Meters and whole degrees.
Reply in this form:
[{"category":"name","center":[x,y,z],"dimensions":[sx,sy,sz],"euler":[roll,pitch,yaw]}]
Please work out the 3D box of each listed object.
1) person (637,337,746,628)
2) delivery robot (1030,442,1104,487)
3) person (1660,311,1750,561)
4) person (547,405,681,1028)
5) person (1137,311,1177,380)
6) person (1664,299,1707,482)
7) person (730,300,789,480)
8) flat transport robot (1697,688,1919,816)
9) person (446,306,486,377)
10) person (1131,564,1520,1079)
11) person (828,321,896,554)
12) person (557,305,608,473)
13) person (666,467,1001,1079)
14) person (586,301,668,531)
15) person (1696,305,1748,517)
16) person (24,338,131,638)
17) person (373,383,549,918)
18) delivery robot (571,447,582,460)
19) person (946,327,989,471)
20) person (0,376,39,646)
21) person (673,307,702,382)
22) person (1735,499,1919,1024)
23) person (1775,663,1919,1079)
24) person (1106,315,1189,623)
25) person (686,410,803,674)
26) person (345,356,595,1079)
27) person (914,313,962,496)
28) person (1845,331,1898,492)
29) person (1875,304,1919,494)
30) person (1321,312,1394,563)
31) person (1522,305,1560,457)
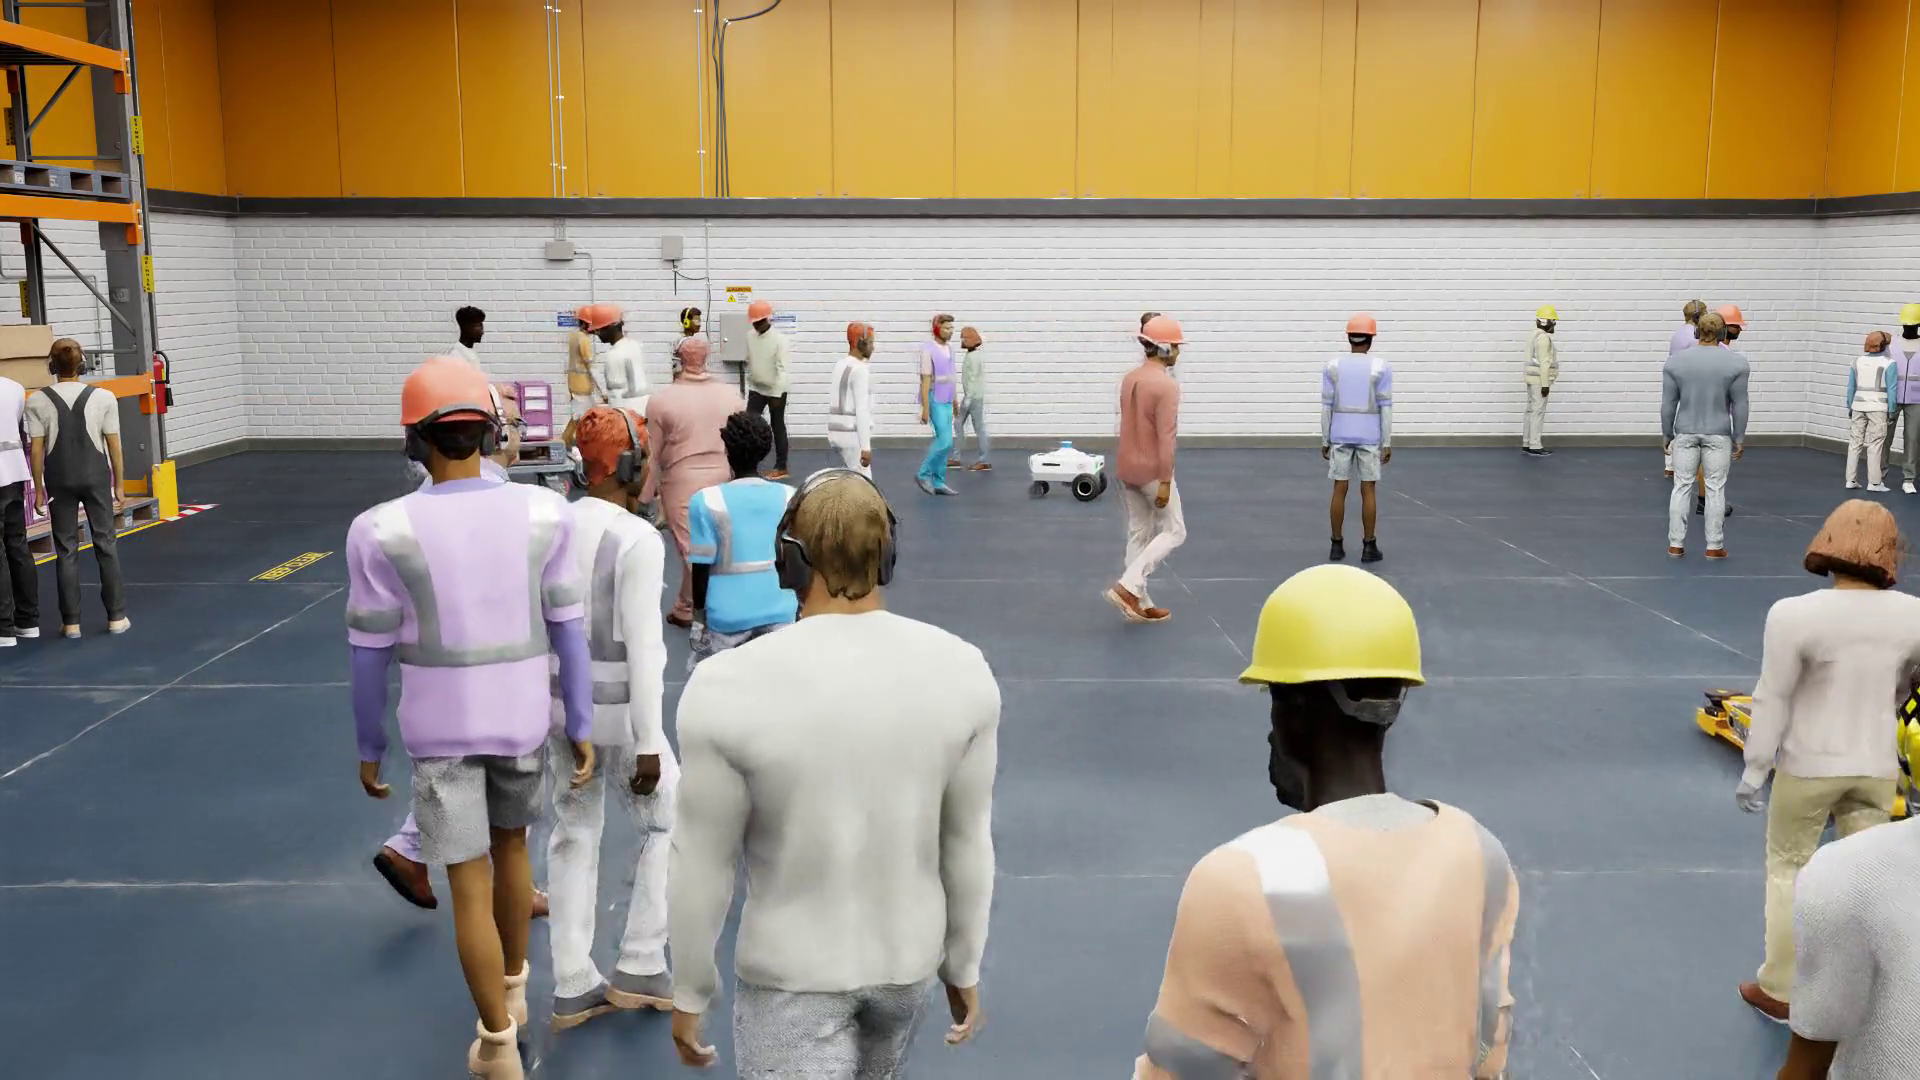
[{"category":"person","center":[-1.616,-0.309,10.162],"dimensions":[0.652,1.863,0.993],"euler":[-7,12,-36]},{"category":"delivery robot","center":[1.054,-0.731,16.453],"dimensions":[0.707,0.478,0.477],"euler":[2,9,15]},{"category":"person","center":[5.786,-0.803,12.948],"dimensions":[0.635,1.939,0.366],"euler":[6,11,32]},{"category":"person","center":[-1.035,0.525,5.011],"dimensions":[0.603,1.862,0.568],"euler":[7,12,37]},{"category":"person","center":[1.955,-1.463,17.346],"dimensions":[0.608,1.821,0.664],"euler":[1,9,5]},{"category":"person","center":[7.797,-1.599,17.827],"dimensions":[0.371,1.940,0.627],"euler":[0,9,1]},{"category":"person","center":[-2.114,-1.566,17.652],"dimensions":[0.665,1.927,0.889],"euler":[6,11,32]},{"category":"flat transport robot","center":[3.923,0.927,7.443],"dimensions":[0.652,0.197,1.431],"euler":[0,9,2]},{"category":"person","center":[-4.406,-1.110,14.812],"dimensions":[0.483,1.941,0.675],"euler":[-1,9,-6]},{"category":"person","center":[0.548,0.974,2.302],"dimensions":[0.599,1.863,1.028],"euler":[-9,13,-44]},{"category":"person","center":[-0.787,-0.752,12.835],"dimensions":[0.590,1.871,0.672],"euler":[-3,10,-19]},{"category":"person","center":[-4.141,-1.681,18.558],"dimensions":[0.970,1.861,0.576],"euler":[-3,10,-20]},{"category":"person","center":[-0.206,0.819,3.122],"dimensions":[0.642,1.910,0.919],"euler":[-5,10,-27]},{"category":"person","center":[-2.739,-0.976,13.821],"dimensions":[0.620,2.001,0.698],"euler":[2,9,9]},{"category":"person","center":[7.005,-1.189,15.321],"dimensions":[0.361,1.938,0.545],"euler":[5,11,29]},{"category":"person","center":[-5.435,-0.316,10.250],"dimensions":[0.505,1.845,0.345],"euler":[-5,10,-27]},{"category":"person","center":[-1.651,0.415,5.654],"dimensions":[0.544,1.892,0.642],"euler":[-8,12,-39]},{"category":"delivery robot","center":[-3.661,-0.862,17.253],"dimensions":[0.707,0.478,0.477],"euler":[-3,10,-15]},{"category":"person","center":[0.022,-1.574,18.644],"dimensions":[0.670,1.608,0.523],"euler":[-1,9,-8]},{"category":"person","center":[-5.818,-0.311,9.998],"dimensions":[0.391,1.918,0.587],"euler":[1,9,6]},{"category":"person","center":[-2.901,-1.616,18.241],"dimensions":[0.595,1.844,0.512],"euler":[2,9,10]},{"category":"person","center":[2.559,0.692,4.782],"dimensions":[0.534,1.606,0.636],"euler":[-1,9,-3]},{"category":"person","center":[1.438,0.979,2.451],"dimensions":[0.606,1.814,0.939],"euler":[-2,9,-11]},{"category":"person","center":[1.189,-0.427,10.530],"dimensions":[0.504,1.981,0.628],"euler":[-4,10,-26]},{"category":"person","center":[-0.876,0.309,6.887],"dimensions":[0.546,1.686,0.372],"euler":[-5,11,-29]},{"category":"person","center":[-1.386,0.503,4.651],"dimensions":[0.622,2.022,0.753],"euler":[-6,11,-31]},{"category":"person","center":[-0.196,-1.340,16.586],"dimensions":[0.443,1.830,0.562],"euler":[4,10,24]},{"category":"person","center":[9.292,-1.307,16.958],"dimensions":[0.308,1.637,0.529],"euler":[-5,10,-26]},{"category":"person","center":[9.551,-1.424,16.821],"dimensions":[0.585,1.917,0.381],"euler":[5,10,26]},{"category":"person","center":[3.082,-0.794,12.904],"dimensions":[0.551,1.932,0.378],"euler":[4,10,25]},{"category":"person","center":[7.055,-1.932,20.200],"dimensions":[0.403,1.828,0.597],"euler":[1,9,4]}]
